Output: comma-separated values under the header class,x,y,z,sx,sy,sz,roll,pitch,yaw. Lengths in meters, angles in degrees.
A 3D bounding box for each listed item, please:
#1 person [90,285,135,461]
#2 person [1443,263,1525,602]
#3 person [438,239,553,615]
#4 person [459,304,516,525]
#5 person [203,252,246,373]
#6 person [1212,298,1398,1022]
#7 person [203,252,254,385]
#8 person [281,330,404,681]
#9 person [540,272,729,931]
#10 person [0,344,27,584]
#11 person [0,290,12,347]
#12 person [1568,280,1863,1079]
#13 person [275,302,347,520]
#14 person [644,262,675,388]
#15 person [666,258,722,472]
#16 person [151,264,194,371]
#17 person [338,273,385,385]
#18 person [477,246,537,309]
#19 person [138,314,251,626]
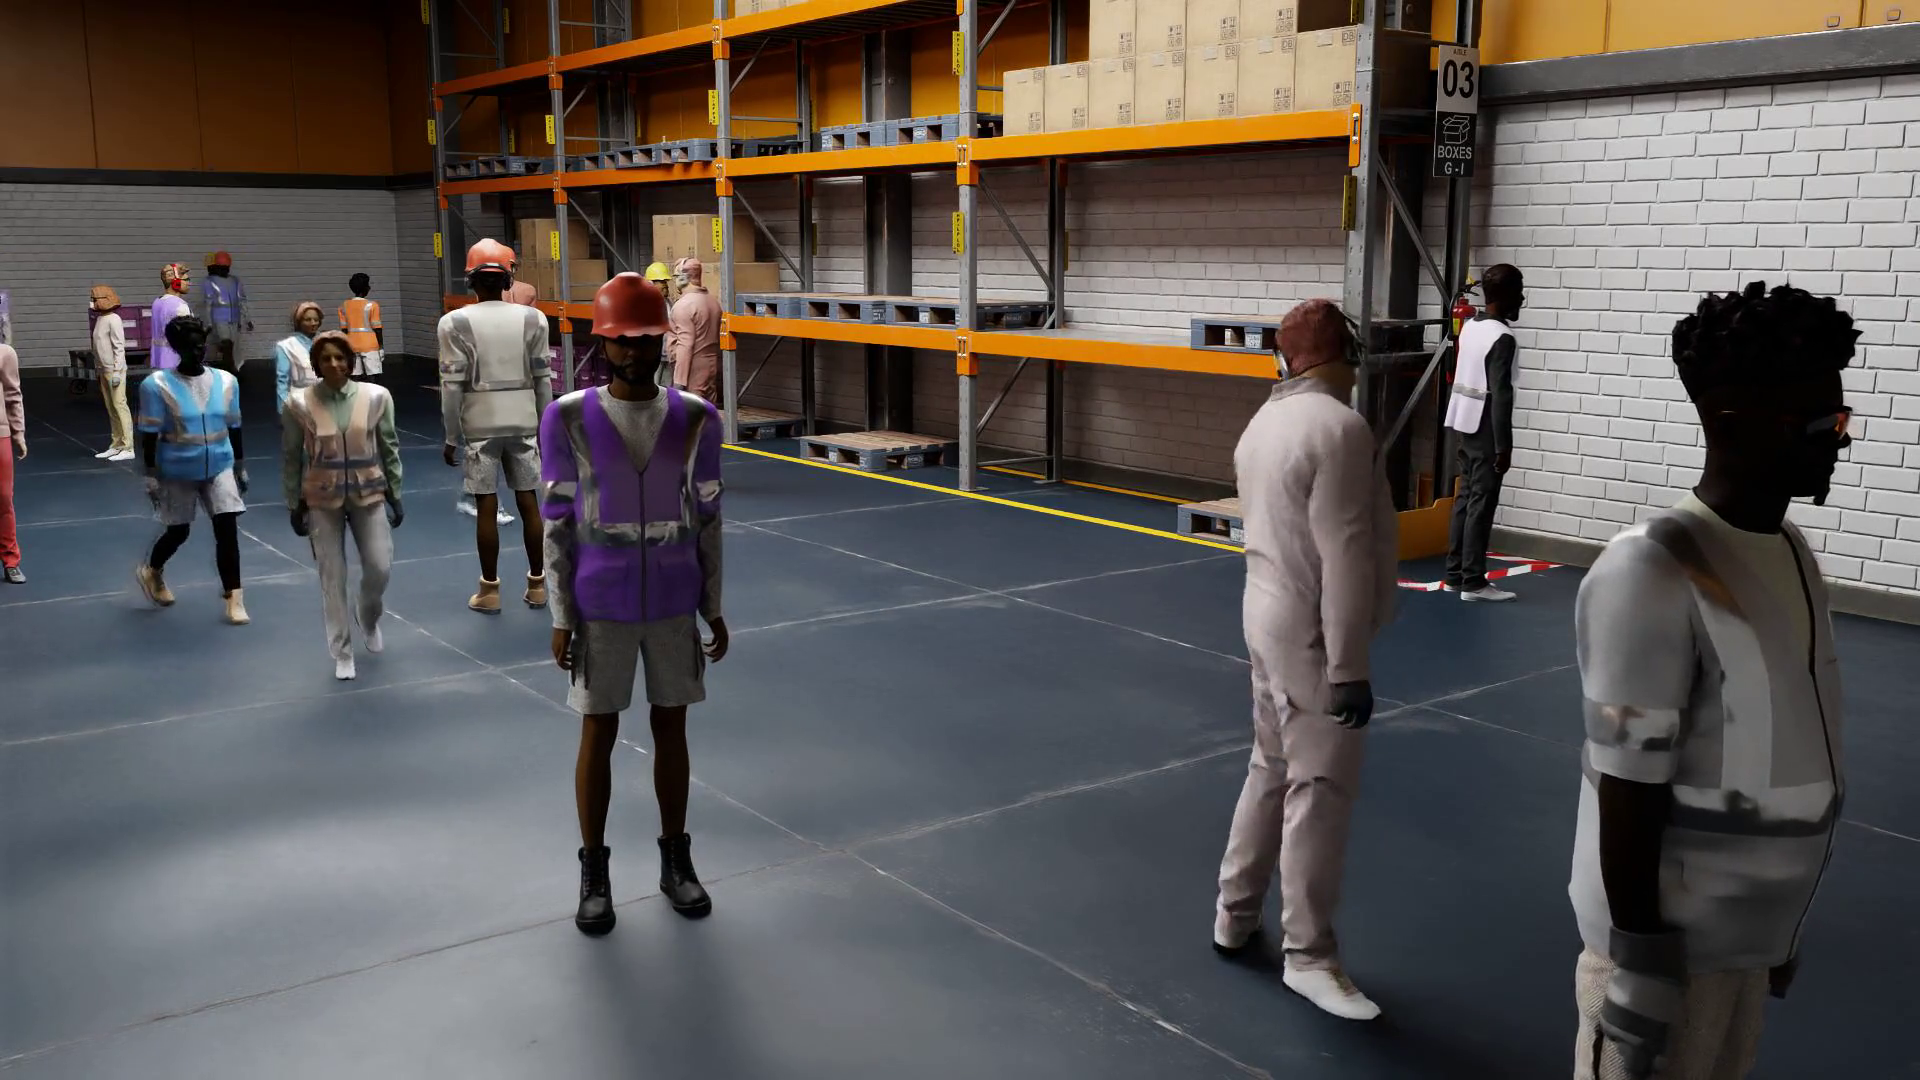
class,x,y,z,sx,sy,sz,roll,pitch,yaw
person,-7.966,-1.563,15.587,0.497,1.633,0.285,10,14,43
person,2.967,-0.598,9.422,0.395,1.913,0.592,0,10,-2
person,-2.534,-0.613,9.110,0.605,2.045,0.381,-6,12,-29
person,-3.487,-0.919,12.113,0.845,1.587,0.502,8,13,38
person,-10.814,-3.284,24.492,0.597,1.901,0.618,4,11,22
person,0.956,0.308,4.479,0.408,1.868,0.733,-1,10,-6
person,-10.363,-3.127,23.630,0.963,1.891,0.550,7,13,36
person,-2.888,-0.171,7.792,0.531,1.626,0.414,-5,11,-26
person,-0.952,0.185,4.938,0.543,1.939,0.370,-4,11,-20
person,-5.787,-0.592,9.778,0.534,1.767,0.314,-7,12,-33
person,-10.357,-2.048,17.606,0.594,1.884,0.861,-5,11,-26
person,1.172,0.583,2.632,0.369,1.967,0.601,10,14,44
person,-4.837,-0.969,12.355,0.530,1.599,0.847,-9,14,-42
person,-2.982,-1.828,16.514,0.403,1.833,0.586,5,11,24
person,-2.174,-1.325,13.494,0.403,1.904,0.651,3,11,16
person,-6.803,-1.470,14.469,0.569,1.845,0.384,8,13,39
person,-6.612,-2.106,18.445,0.532,1.697,0.319,3,11,16
person,-4.376,-1.843,16.143,0.610,1.995,0.375,-8,13,-37
person,-4.139,-0.387,8.927,0.763,1.659,0.558,9,14,43
